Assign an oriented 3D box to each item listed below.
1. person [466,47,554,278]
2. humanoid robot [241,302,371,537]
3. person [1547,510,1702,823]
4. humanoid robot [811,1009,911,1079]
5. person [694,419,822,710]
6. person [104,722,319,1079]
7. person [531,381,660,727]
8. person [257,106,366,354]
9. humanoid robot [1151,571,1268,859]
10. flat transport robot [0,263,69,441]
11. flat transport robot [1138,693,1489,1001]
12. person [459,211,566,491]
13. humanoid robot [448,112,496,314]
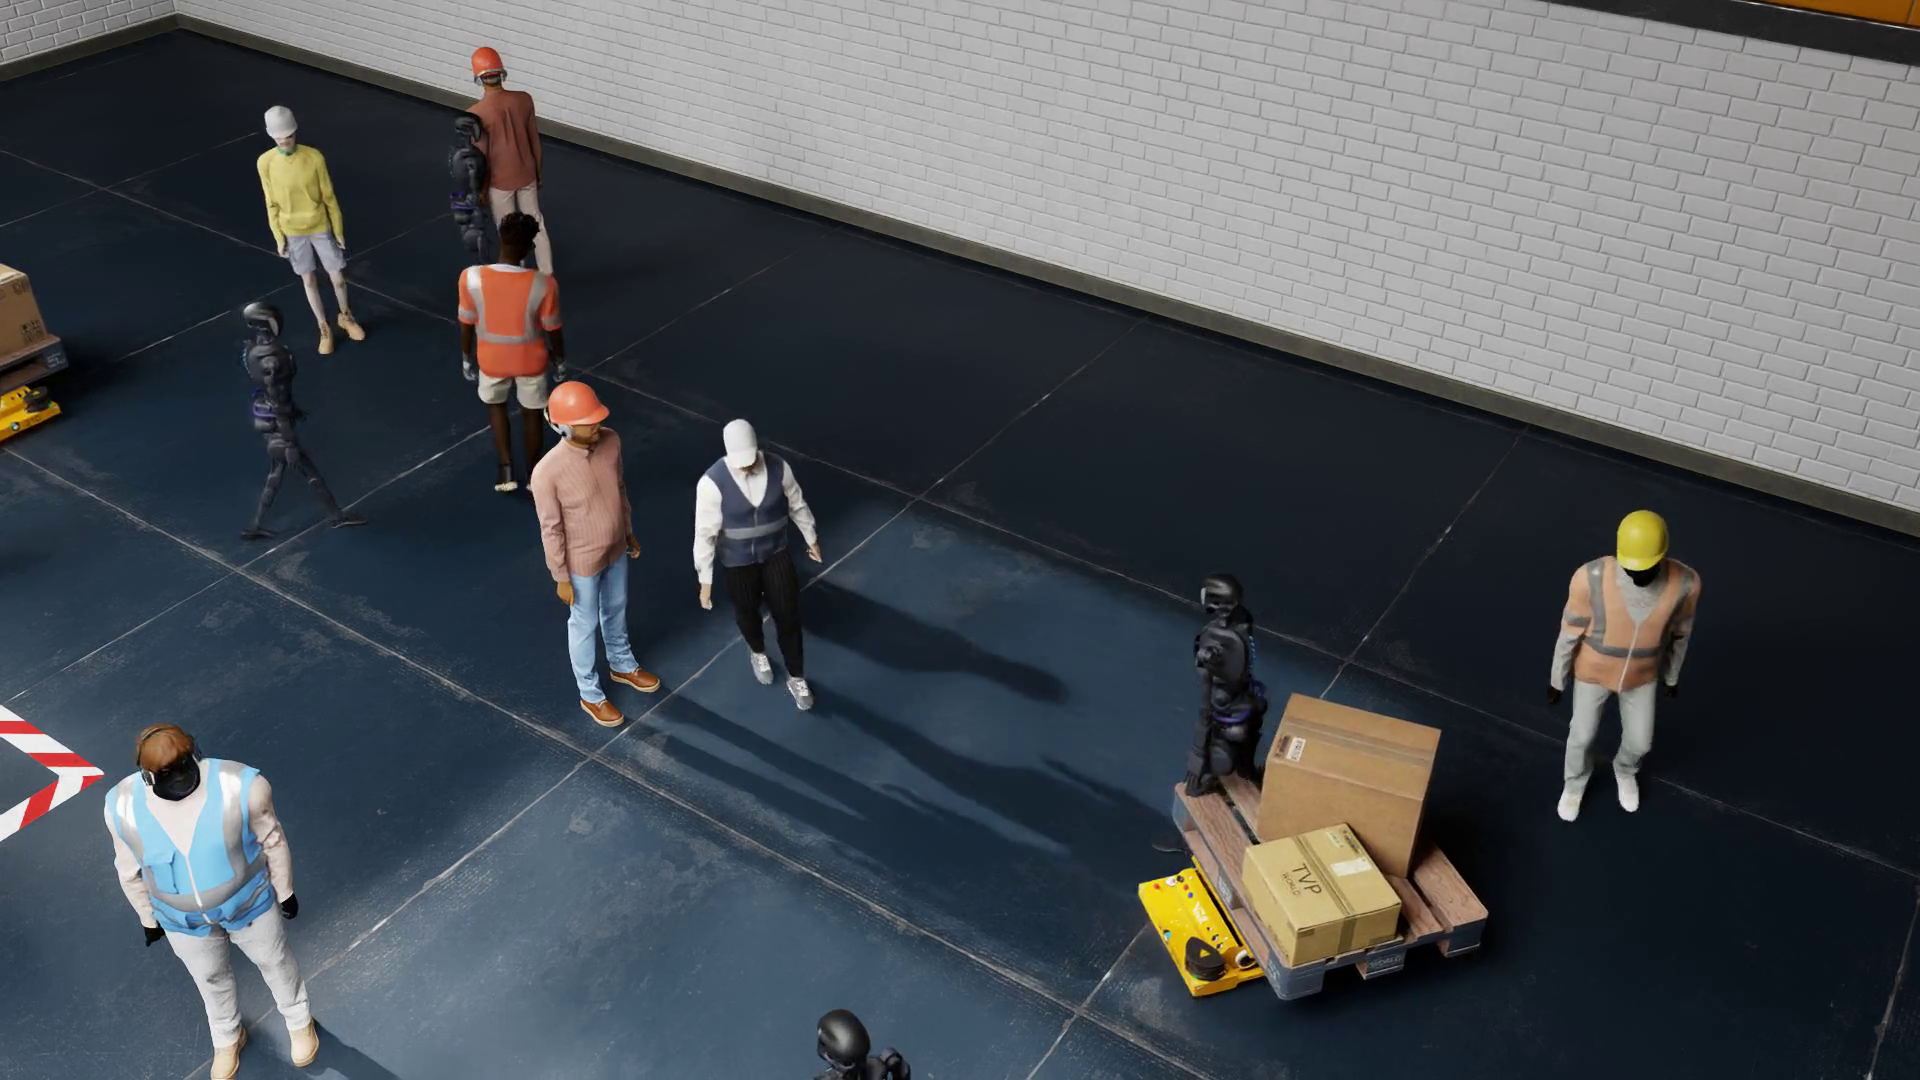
[{"bbox_3d":[-3.460,-2.776,12.730,0.389,1.989,0.615,27,43,33],"label":"person"},{"bbox_3d":[-4.157,-0.712,10.111,0.774,1.643,0.594,-12,37,-16],"label":"humanoid robot"},{"bbox_3d":[3.144,0.615,7.974,0.624,1.887,0.522,4,35,6],"label":"person"},{"bbox_3d":[-0.348,2.297,5.754,0.593,1.647,0.446,-27,43,-33],"label":"humanoid robot"},{"bbox_3d":[-1.050,0.146,8.783,0.718,1.724,0.746,-12,37,-17],"label":"person"},{"bbox_3d":[-3.028,1.479,6.775,0.632,1.846,0.429,-9,36,-13],"label":"person"},{"bbox_3d":[-1.905,0.060,8.673,0.374,1.997,0.615,18,39,24],"label":"person"},{"bbox_3d":[-4.739,-2.258,12.091,0.498,1.882,0.407,-10,36,-13],"label":"person"},{"bbox_3d":[1.261,0.874,7.805,0.560,1.623,0.609,19,39,24],"label":"humanoid robot"},{"bbox_3d":[-7.079,-1.028,11.733,1.431,0.231,0.659,21,40,27],"label":"flat transport robot"},{"bbox_3d":[1.630,1.690,7.849,1.431,0.231,0.659,-10,36,-14],"label":"flat transport robot"},{"bbox_3d":[-2.786,-1.130,10.437,0.668,1.940,0.455,-3,35,-4],"label":"person"},{"bbox_3d":[-3.664,-2.392,12.472,0.390,1.656,0.613,-13,37,-18],"label":"humanoid robot"}]
